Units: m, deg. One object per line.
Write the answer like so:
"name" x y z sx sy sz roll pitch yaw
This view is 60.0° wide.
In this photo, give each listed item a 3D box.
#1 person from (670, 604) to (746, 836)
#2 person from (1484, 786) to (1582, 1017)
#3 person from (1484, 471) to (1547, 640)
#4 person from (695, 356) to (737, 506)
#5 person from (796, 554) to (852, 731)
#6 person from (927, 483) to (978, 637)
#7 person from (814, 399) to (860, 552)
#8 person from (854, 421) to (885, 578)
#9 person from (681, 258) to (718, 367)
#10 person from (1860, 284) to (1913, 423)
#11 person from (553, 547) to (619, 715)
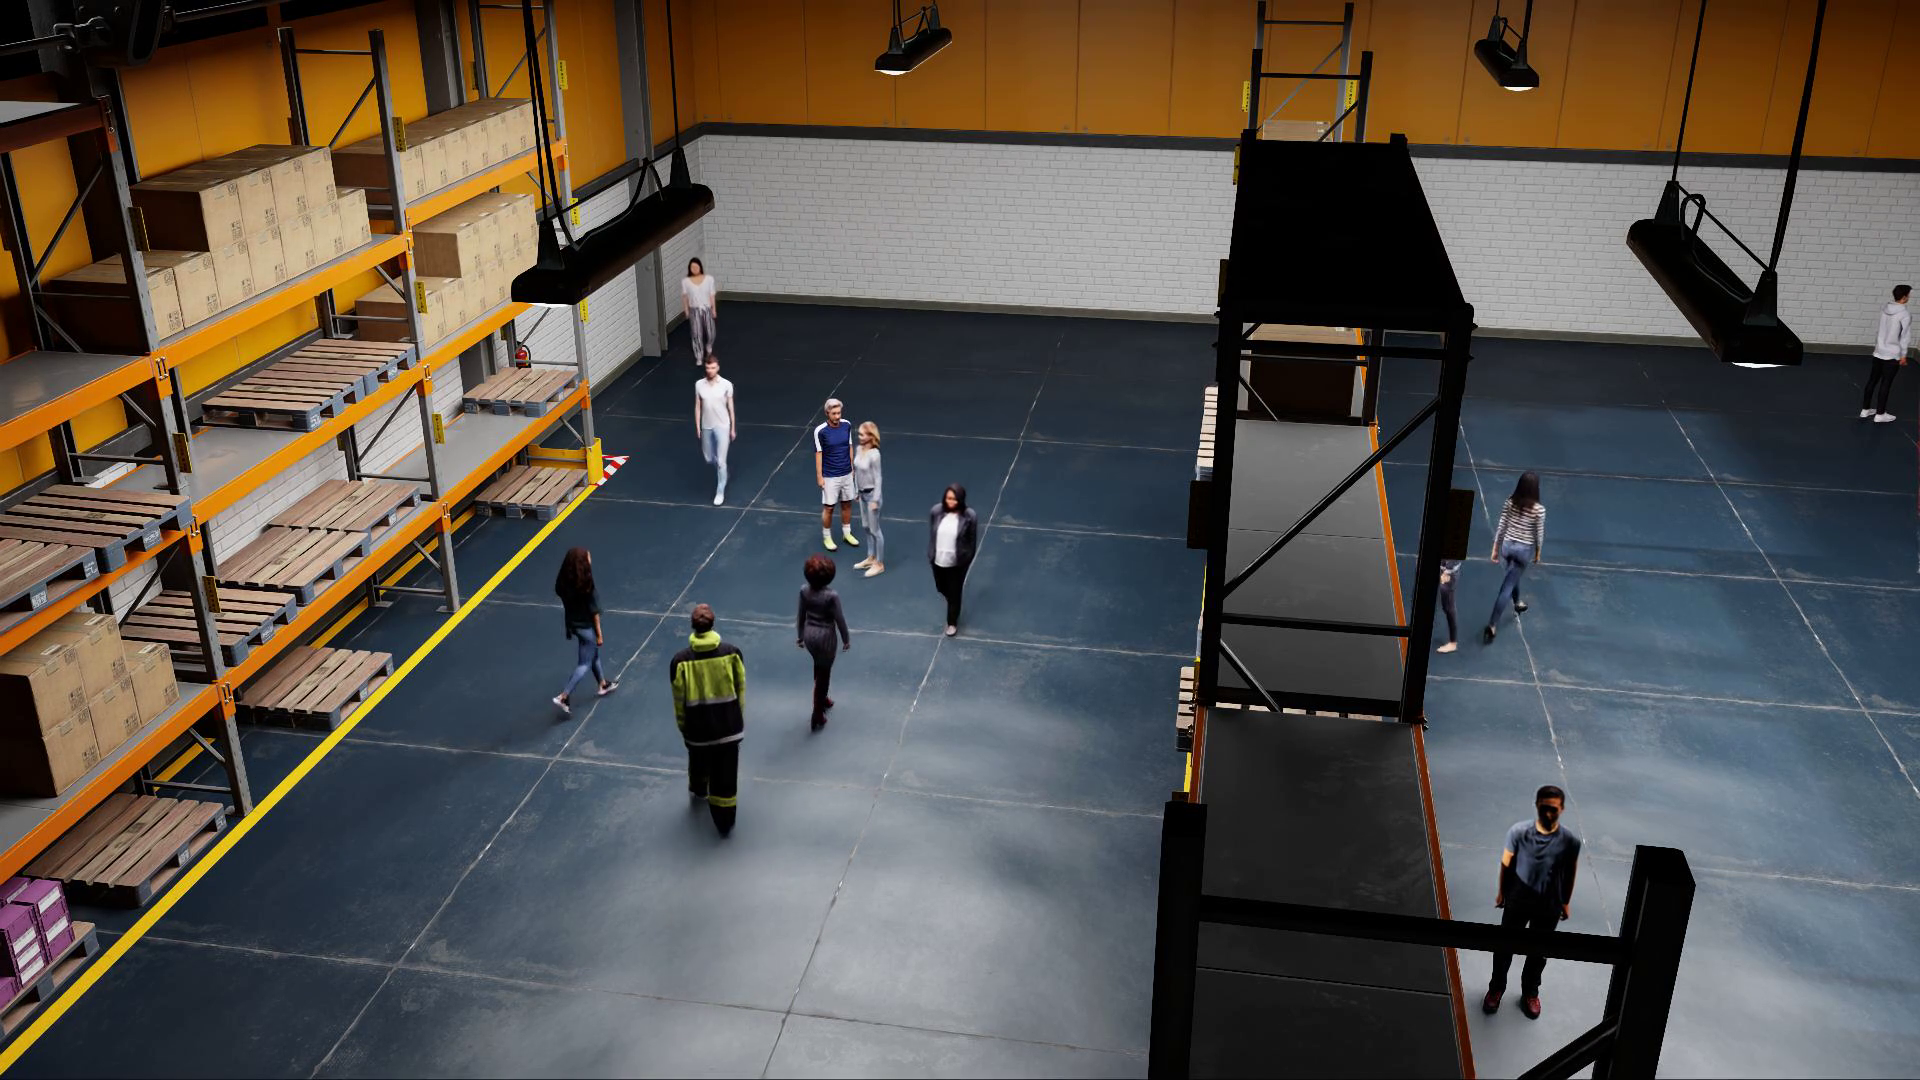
"person" -2.034 1.506 13.704 1.048 1.940 1.271 -5 24 -10
"person" 4.004 2.493 11.609 0.664 1.810 0.569 6 24 14
"person" 5.613 0.214 16.924 1.006 1.728 1.218 20 30 37
"person" -2.986 -1.383 20.470 0.672 1.815 1.022 3 24 6
"person" -1.321 0.970 15.236 0.727 1.695 0.808 12 26 25
"person" -0.086 0.148 17.258 0.681 1.582 0.979 5 24 12
"person" -1.430 -0.778 19.065 0.723 1.831 0.785 -16 28 -32
"person" -0.998 -0.470 18.405 0.711 1.795 0.639 -14 27 -29
"person" -3.989 -3.543 25.601 0.834 1.663 0.972 -3 24 -7
"person" 12.917 -2.617 23.149 0.835 1.930 0.716 -8 25 -18
"person" -3.588 0.863 15.612 0.900 1.590 1.139 17 29 33
